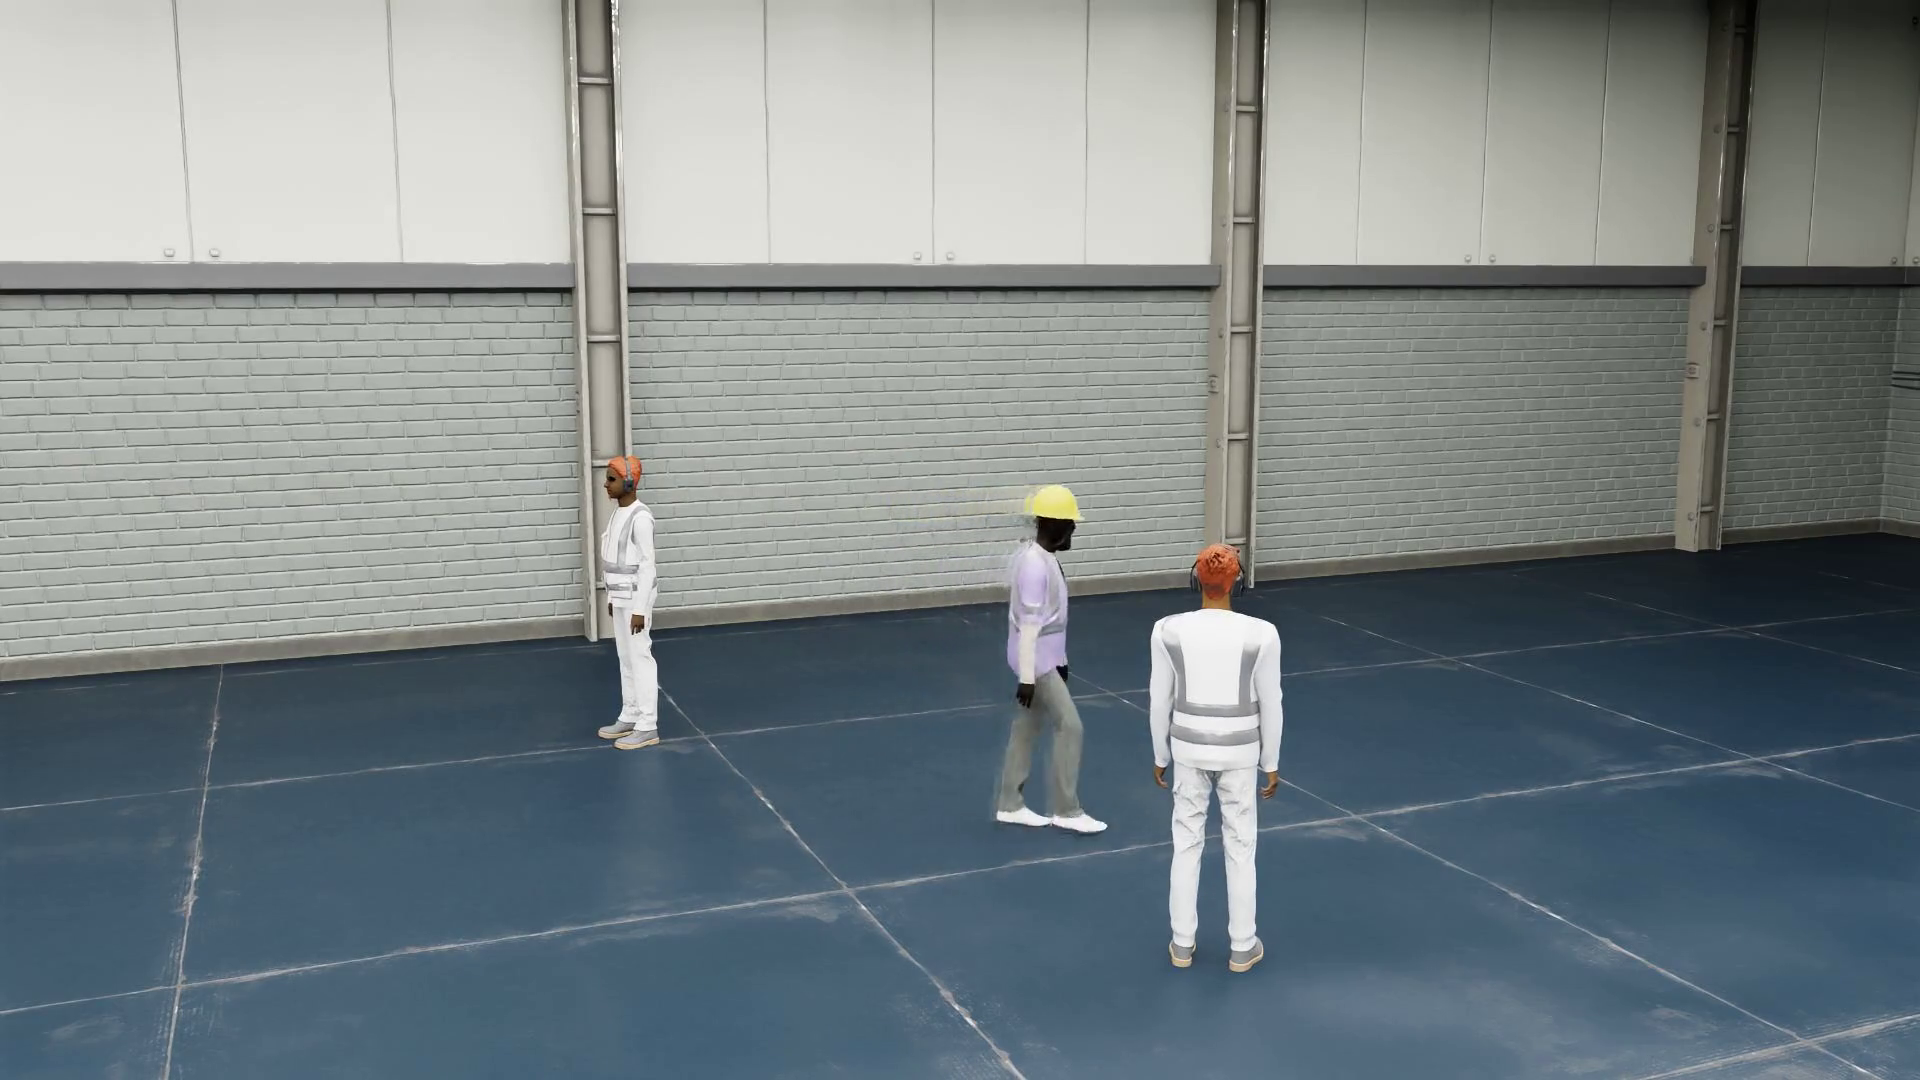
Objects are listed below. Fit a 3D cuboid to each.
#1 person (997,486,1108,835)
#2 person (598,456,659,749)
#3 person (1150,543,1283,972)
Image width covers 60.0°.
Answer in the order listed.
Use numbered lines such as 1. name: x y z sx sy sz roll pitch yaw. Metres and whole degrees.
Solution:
1. person: 0.540 0.655 9.030 0.758 1.897 0.626 1 9 6
2. person: -2.137 0.396 10.725 0.355 1.883 0.575 -5 10 -30
3. person: 1.114 0.949 7.258 0.574 1.882 0.356 2 9 15
